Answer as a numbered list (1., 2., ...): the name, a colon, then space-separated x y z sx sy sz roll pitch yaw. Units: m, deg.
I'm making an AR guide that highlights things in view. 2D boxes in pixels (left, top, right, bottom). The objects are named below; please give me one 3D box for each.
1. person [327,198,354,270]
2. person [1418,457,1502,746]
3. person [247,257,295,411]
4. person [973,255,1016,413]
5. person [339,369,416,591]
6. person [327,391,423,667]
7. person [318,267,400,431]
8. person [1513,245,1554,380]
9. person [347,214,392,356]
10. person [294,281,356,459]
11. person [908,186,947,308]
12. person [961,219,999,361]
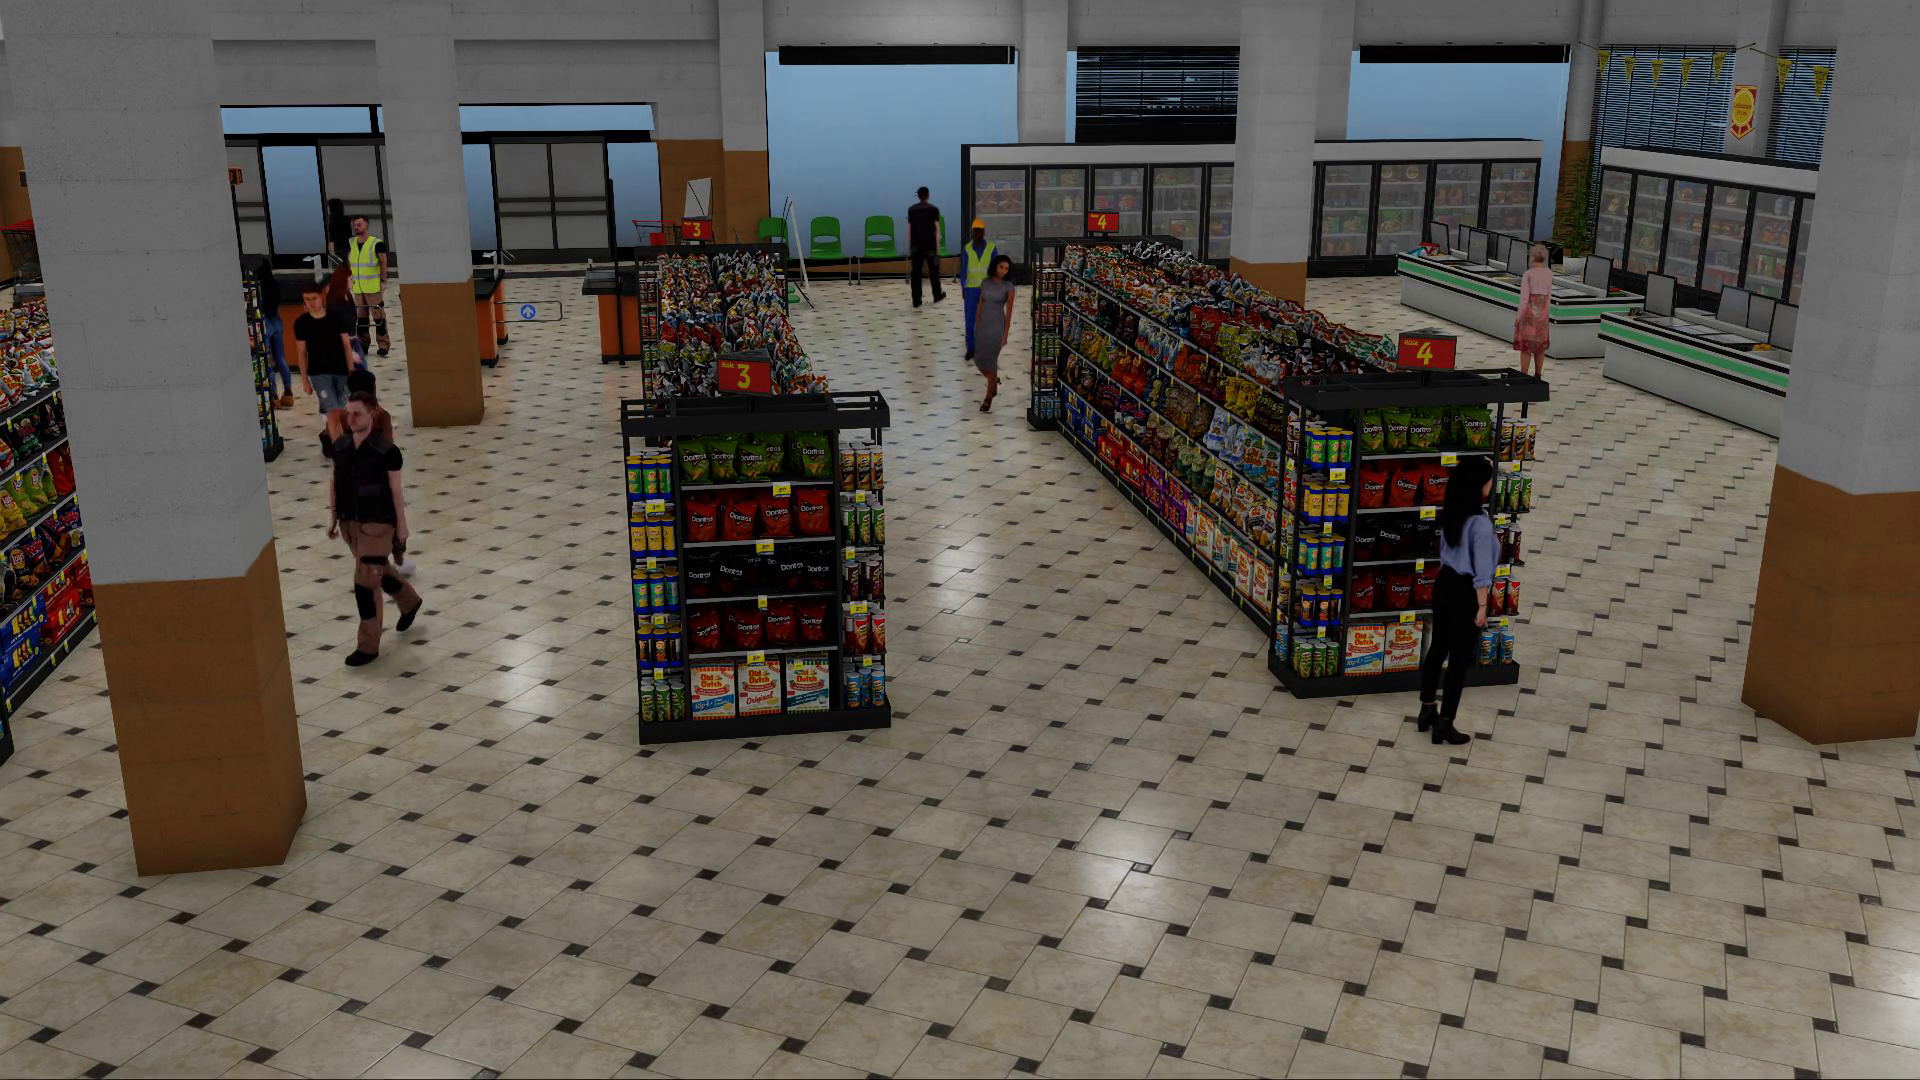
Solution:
1. person: -9.601 -4.510 26.089 1.040 1.605 1.087 7 18 22
2. person: 2.933 0.354 9.835 0.717 1.743 0.532 -5 18 -17
3. person: -7.758 -2.330 18.726 0.750 1.713 0.616 5 18 16
4. person: 0.414 -2.309 18.580 0.835 1.756 0.897 11 20 33
5. person: -4.461 -0.427 12.514 0.708 1.679 0.855 1 17 4
6. person: -3.950 -0.121 11.299 1.102 1.800 1.299 7 18 22
7. person: -6.527 -1.941 17.420 1.107 1.726 1.250 6 18 20
8. person: 6.888 -2.691 19.942 0.602 1.695 0.583 -5 17 -15
9. person: -7.803 -3.359 21.883 0.793 1.847 0.826 3 17 8
10. person: -6.151 -1.607 16.172 1.005 1.812 1.265 -13 21 -37
11. person: -0.587 -4.521 25.761 1.027 1.818 1.165 6 18 19
12. person: 0.267 -3.260 21.653 0.747 1.792 0.949 -1 17 -2
